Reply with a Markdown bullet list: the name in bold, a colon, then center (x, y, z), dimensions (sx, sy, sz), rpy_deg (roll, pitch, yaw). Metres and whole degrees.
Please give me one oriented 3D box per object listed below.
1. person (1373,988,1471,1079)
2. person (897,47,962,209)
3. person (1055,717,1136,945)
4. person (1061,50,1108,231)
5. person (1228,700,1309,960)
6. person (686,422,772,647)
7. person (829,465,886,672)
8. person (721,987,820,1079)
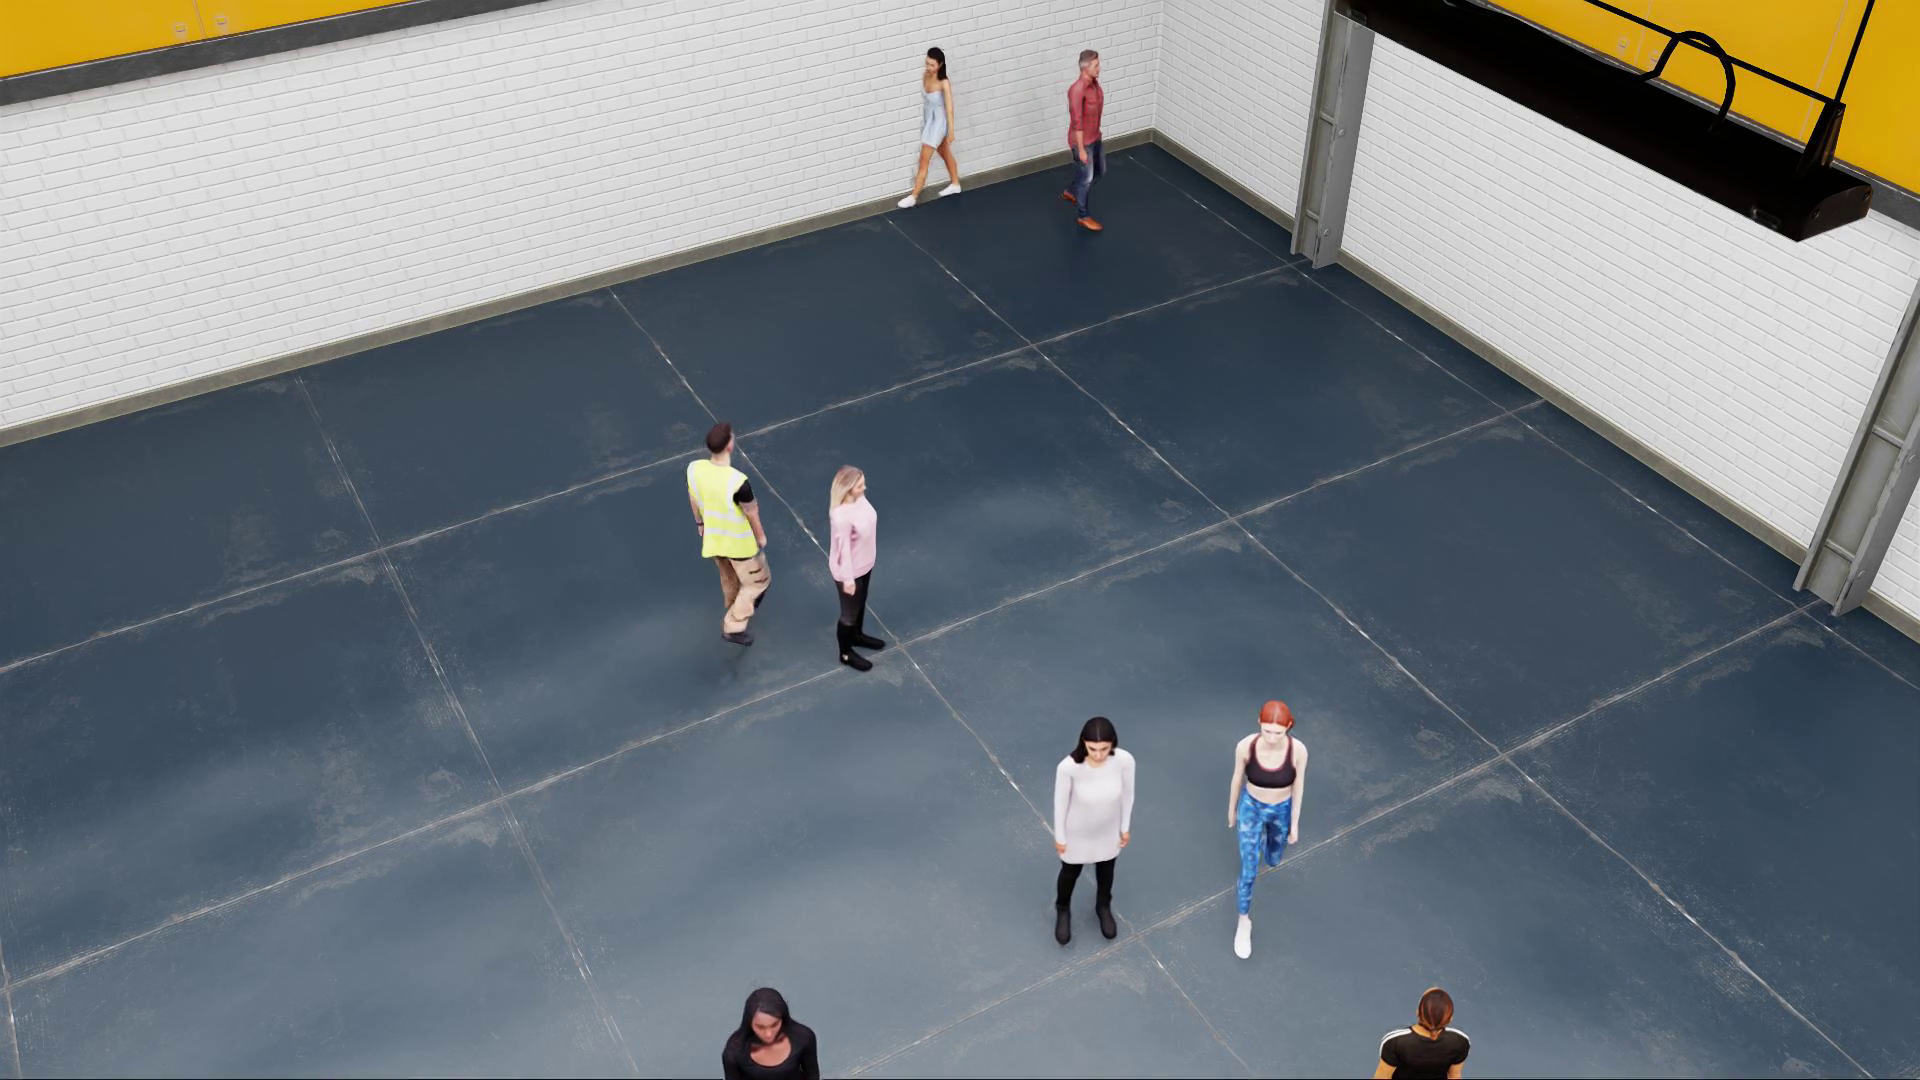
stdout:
- **person**: center (2.237, 2.770, 8.232), dimensions (0.664, 1.668, 0.679), rpy_deg (0, 39, 0)
- **person**: center (-0.154, -4.229, 16.980), dimensions (0.758, 1.688, 0.987), rpy_deg (-20, 43, -23)
- **person**: center (0.767, 1.640, 9.545), dimensions (0.684, 1.796, 0.673), rpy_deg (-4, 39, -5)
- **person**: center (1.193, -4.014, 16.603), dimensions (0.975, 1.822, 0.909), rpy_deg (19, 42, 22)
- **person**: center (1.774, 1.562, 9.667), dimensions (0.941, 1.765, 1.119), rpy_deg (3, 39, 4)
- **person**: center (-1.597, 0.001, 11.571), dimensions (0.979, 1.828, 1.006), rpy_deg (16, 41, 19)
- **person**: center (-0.759, 0.167, 11.477), dimensions (0.745, 1.686, 0.686), rpy_deg (10, 40, 12)
- **person**: center (-0.910, 2.762, 8.200), dimensions (0.657, 1.720, 0.612), rpy_deg (-9, 39, -11)
